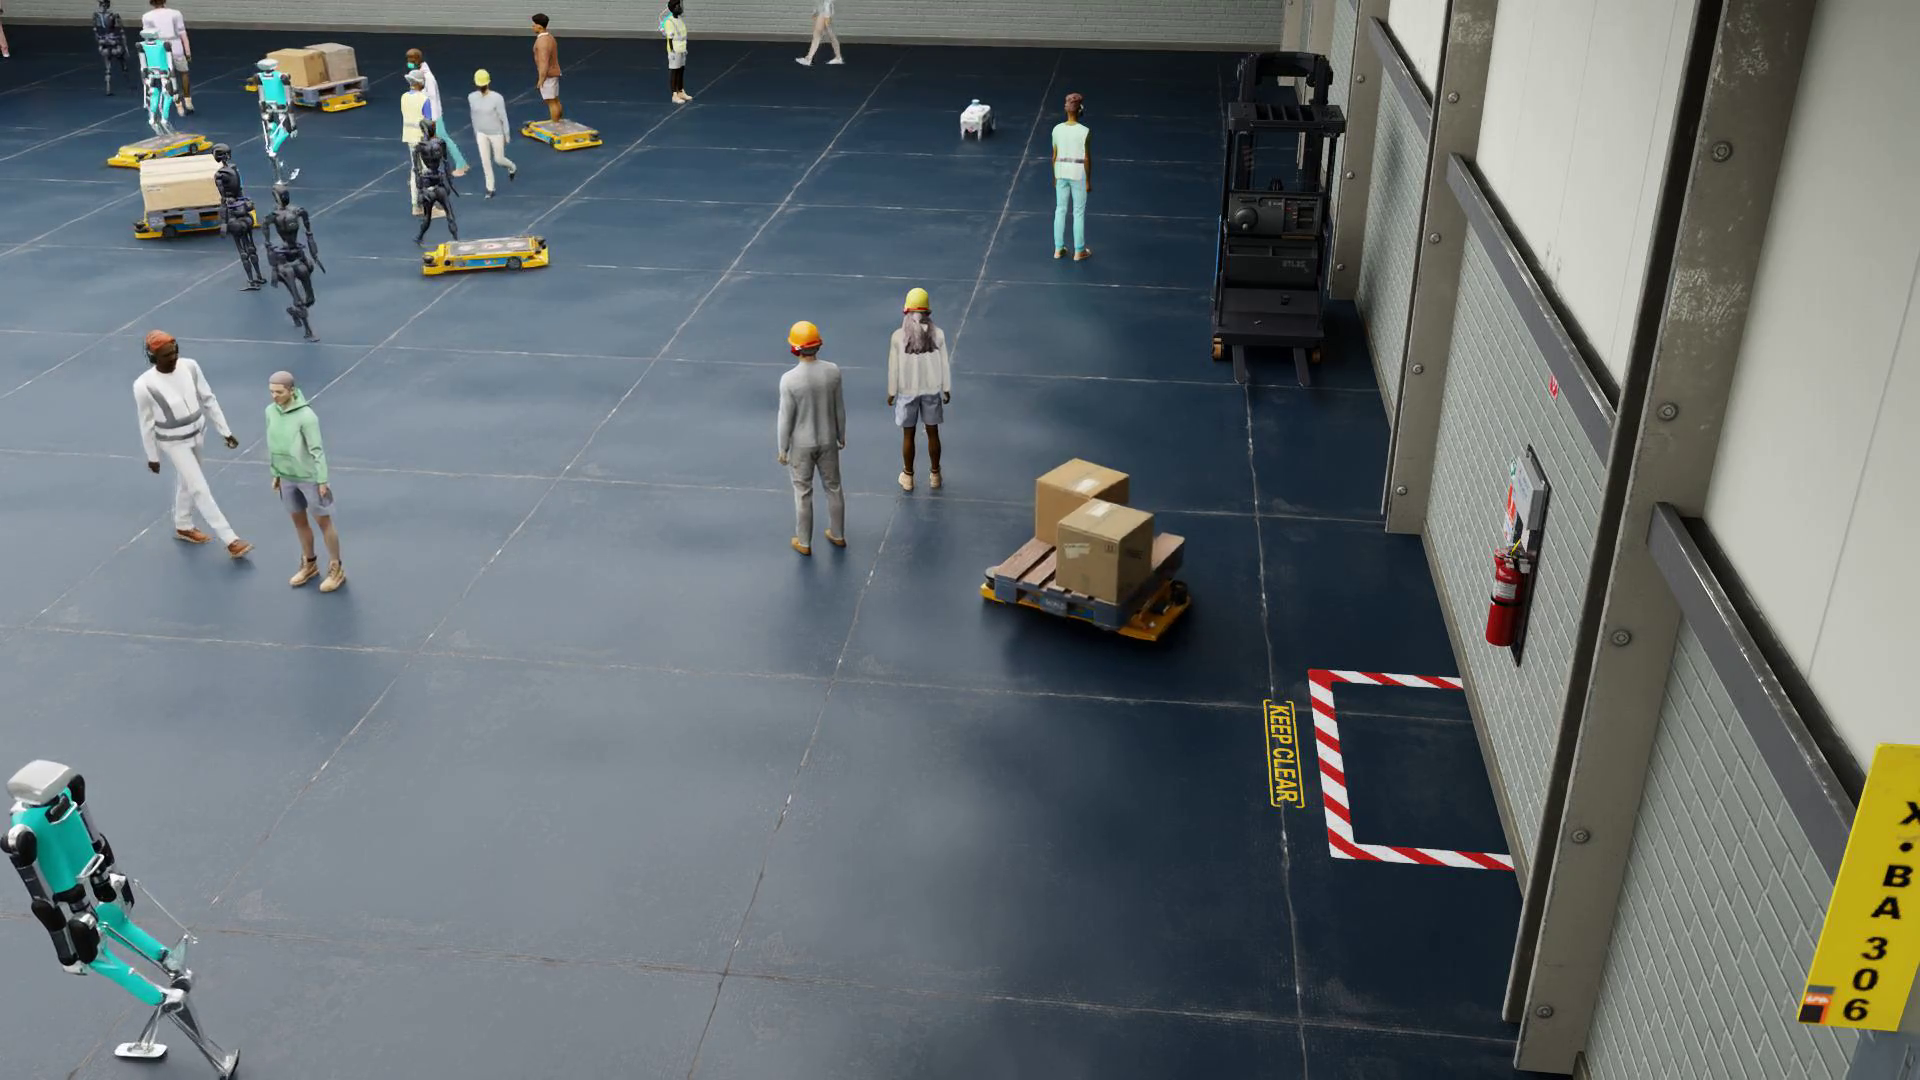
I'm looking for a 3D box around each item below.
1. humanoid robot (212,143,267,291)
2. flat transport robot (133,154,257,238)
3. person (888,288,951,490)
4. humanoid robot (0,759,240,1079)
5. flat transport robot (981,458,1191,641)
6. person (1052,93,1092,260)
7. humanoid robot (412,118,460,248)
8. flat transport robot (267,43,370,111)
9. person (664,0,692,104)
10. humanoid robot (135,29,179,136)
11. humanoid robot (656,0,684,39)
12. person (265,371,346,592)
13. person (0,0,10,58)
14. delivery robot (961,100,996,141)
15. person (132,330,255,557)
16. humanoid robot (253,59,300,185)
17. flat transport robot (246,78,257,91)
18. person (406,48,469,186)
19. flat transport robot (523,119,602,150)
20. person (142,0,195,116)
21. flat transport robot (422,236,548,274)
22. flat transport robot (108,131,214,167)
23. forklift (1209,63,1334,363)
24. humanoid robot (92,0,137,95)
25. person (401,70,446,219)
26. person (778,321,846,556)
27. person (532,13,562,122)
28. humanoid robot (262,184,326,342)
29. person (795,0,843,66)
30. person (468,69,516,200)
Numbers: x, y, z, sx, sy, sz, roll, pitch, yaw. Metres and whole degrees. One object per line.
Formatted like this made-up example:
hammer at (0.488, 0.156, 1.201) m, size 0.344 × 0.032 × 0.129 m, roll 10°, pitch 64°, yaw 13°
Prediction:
humanoid robot at (-8.219, -3.672, 18.882) m, size 0.315 × 1.657 × 0.599 m, roll 1°, pitch 27°, yaw 1°
flat transport robot at (-9.815, -4.107, 21.338) m, size 1.431 × 0.231 × 0.659 m, roll -12°, pitch 29°, yaw -22°
person at (-0.335, -1.249, 13.961) m, size 0.534 × 1.763 × 0.406 m, roll -4°, pitch 27°, yaw -9°
humanoid robot at (-3.856, 1.848, 7.877) m, size 0.884 × 1.832 × 0.549 m, roll 1°, pitch 27°, yaw 3°
flat transport robot at (0.935, 0.379, 12.383) m, size 1.431 × 0.231 × 0.659 m, roll 14°, pitch 30°, yaw 26°
person at (1.332, -4.328, 19.876) m, size 0.483 × 1.978 × 0.405 m, roll 11°, pitch 29°, yaw 21°
humanoid robot at (-6.431, -4.321, 20.255) m, size 0.788 × 1.625 × 0.609 m, roll 15°, pitch 30°, yaw 27°
flat transport robot at (-10.733, -7.404, 27.919) m, size 1.431 × 0.231 × 0.659 m, roll 16°, pitch 31°, yaw 28°
person at (-4.744, -8.224, 27.962) m, size 0.316 × 1.696 × 0.539 m, roll 8°, pitch 28°, yaw 15°
humanoid robot at (-12.008, -6.682, 24.841) m, size 0.562 × 1.762 × 0.770 m, roll 1°, pitch 27°, yaw 1°
humanoid robot at (-5.521, -10.158, 31.626) m, size 0.735 × 1.680 × 0.533 m, roll -7°, pitch 28°, yaw -14°
person at (-4.887, -0.448, 12.395) m, size 0.472 × 1.740 × 0.327 m, roll 10°, pitch 28°, yaw 18°
person at (-18.440, -10.062, 31.399) m, size 0.651 × 1.905 × 0.405 m, roll -22°, pitch 34°, yaw -36°
delivery robot at (0.245, -6.546, 25.874) m, size 0.499 × 0.583 × 0.767 m, roll 6°, pitch 27°, yaw 12°
person at (-5.938, -0.746, 12.874) m, size 0.946 × 1.839 × 0.583 m, roll 10°, pitch 28°, yaw 19°
humanoid robot at (-9.419, -5.657, 22.792) m, size 0.556 × 1.732 × 1.006 m, roll 6°, pitch 27°, yaw 12°
flat transport robot at (-11.644, -7.945, 28.999) m, size 1.431 × 0.231 × 0.659 m, roll 8°, pitch 28°, yaw 15°
person at (-7.392, -5.945, 23.237) m, size 0.489 × 1.870 × 0.977 m, roll 15°, pitch 30°, yaw 28°
flat transport robot at (-6.138, -6.256, 25.629) m, size 0.659 × 0.231 × 1.431 m, roll -19°, pitch 32°, yaw -33°
person at (-12.865, -7.949, 27.039) m, size 0.646 × 2.029 × 0.581 m, roll -12°, pitch 29°, yaw -22°
flat transport robot at (-5.687, -3.417, 19.959) m, size 1.431 × 0.231 × 0.659 m, roll -6°, pitch 27°, yaw -12°
flat transport robot at (-11.879, -5.805, 24.727) m, size 0.659 × 0.231 × 1.431 m, roll 9°, pitch 28°, yaw 17°
forklift at (3.241, -3.477, 17.183) m, size 1.129 × 2.768 × 1.873 m, roll 3°, pitch 27°, yaw 6°
humanoid robot at (-14.618, -8.506, 28.614) m, size 0.589 × 1.632 × 0.795 m, roll 2°, pitch 27°, yaw 4°
person at (-7.001, -5.143, 21.623) m, size 0.513 × 1.876 × 0.430 m, roll 17°, pitch 31°, yaw 31°
person at (-1.148, -0.787, 12.909) m, size 0.575 × 1.889 × 0.378 m, roll -13°, pitch 29°, yaw -24°
person at (-6.356, -7.188, 25.715) m, size 0.396 × 1.856 × 0.789 m, roll 1°, pitch 27°, yaw 1°
humanoid robot at (-7.020, -2.943, 17.482) m, size 0.659 × 1.628 × 0.592 m, roll 20°, pitch 33°, yaw 35°
person at (-2.643, -9.734, 30.824) m, size 0.955 × 1.830 × 0.519 m, roll -2°, pitch 27°, yaw -4°
person at (-6.324, -5.540, 22.558) m, size 0.525 × 1.736 × 0.623 m, roll 5°, pitch 27°, yaw 10°
